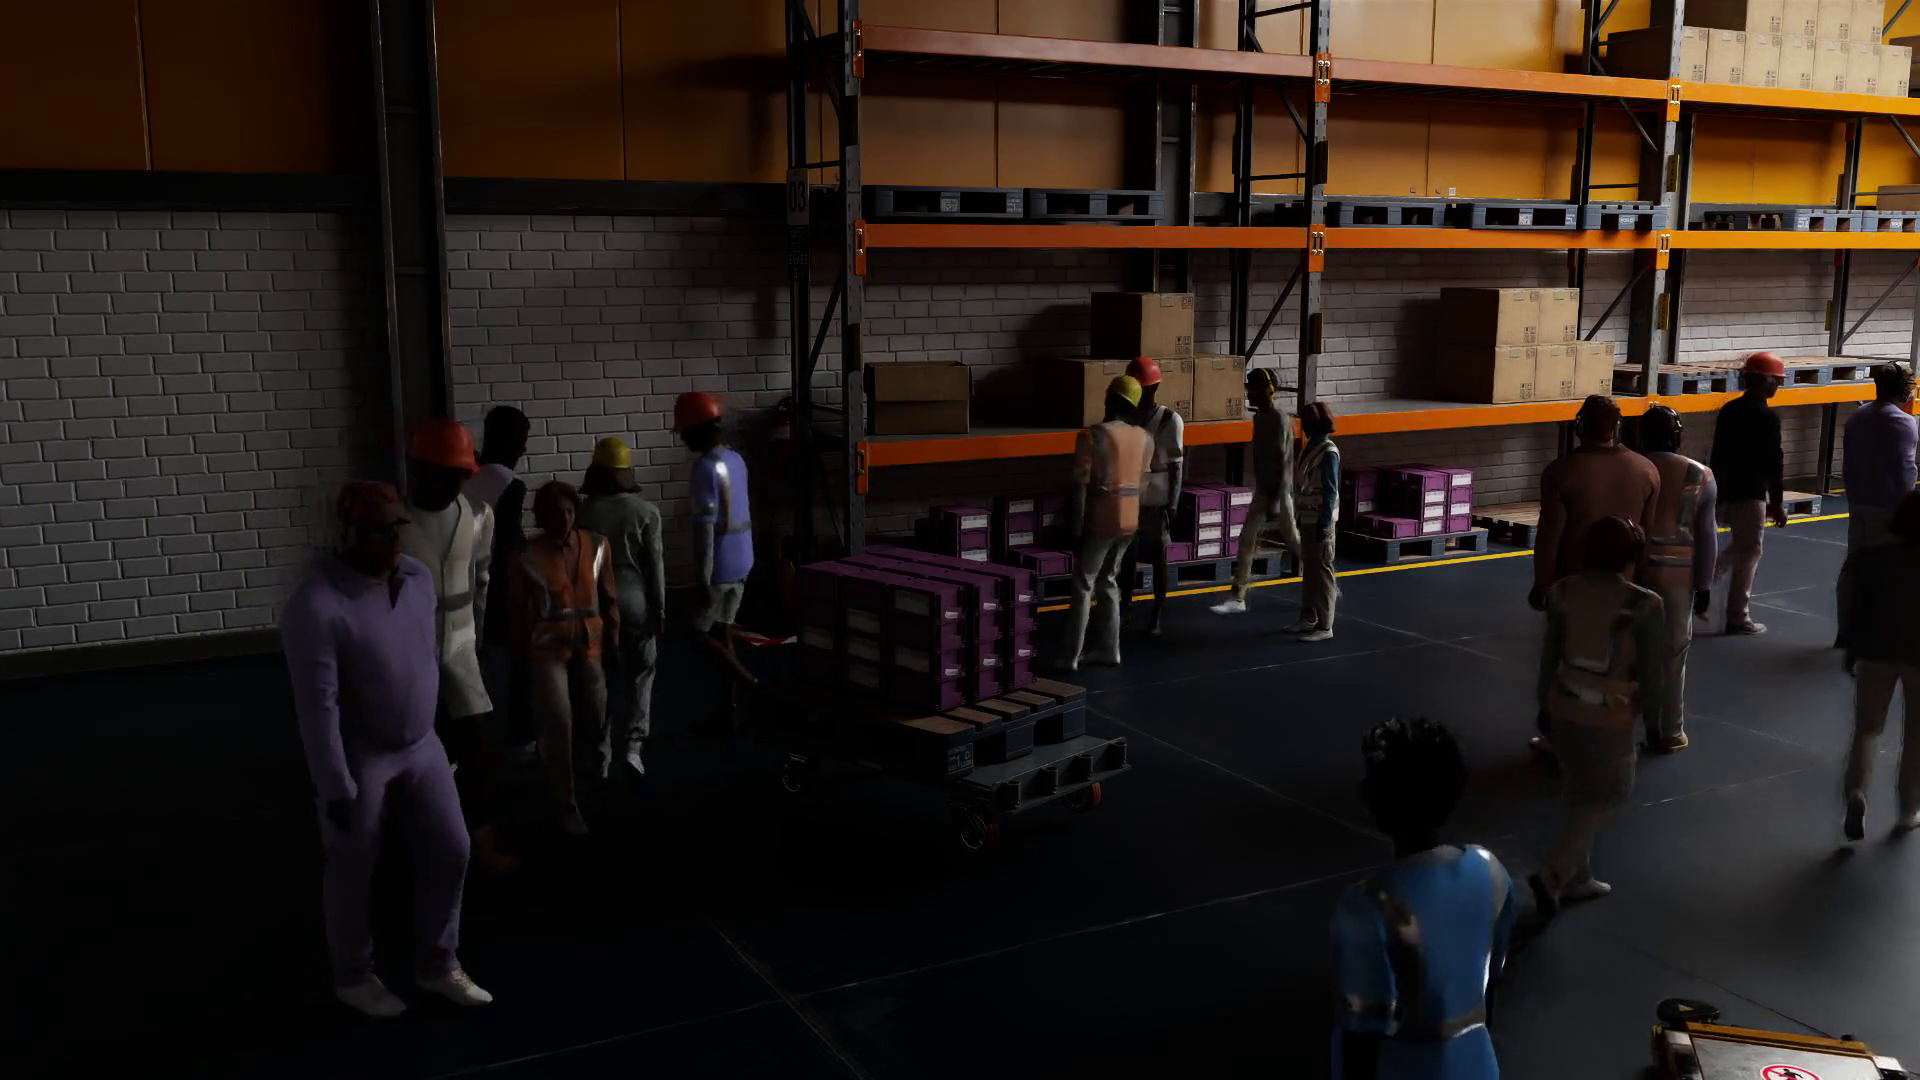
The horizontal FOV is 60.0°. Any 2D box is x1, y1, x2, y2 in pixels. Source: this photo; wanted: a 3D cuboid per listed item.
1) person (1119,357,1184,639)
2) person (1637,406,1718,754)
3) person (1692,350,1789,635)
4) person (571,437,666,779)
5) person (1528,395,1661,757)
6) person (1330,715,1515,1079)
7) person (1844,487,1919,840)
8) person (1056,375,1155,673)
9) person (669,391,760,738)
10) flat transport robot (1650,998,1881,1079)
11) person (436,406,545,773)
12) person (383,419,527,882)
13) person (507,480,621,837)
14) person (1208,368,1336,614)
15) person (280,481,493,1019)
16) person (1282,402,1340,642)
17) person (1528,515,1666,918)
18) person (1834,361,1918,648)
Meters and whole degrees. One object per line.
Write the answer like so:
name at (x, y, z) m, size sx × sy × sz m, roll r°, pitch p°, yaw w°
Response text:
person at (1.249, -0.286, 11.405) m, size 0.542 × 1.931 × 0.376 m, roll 7°, pitch 12°, yaw 34°
person at (3.663, 0.208, 8.827) m, size 0.634 × 1.839 × 0.429 m, roll 5°, pitch 11°, yaw 28°
person at (5.398, -0.317, 11.459) m, size 0.511 × 1.973 × 0.643 m, roll 0°, pitch 10°, yaw -2°
person at (-1.732, 0.357, 8.280) m, size 0.532 × 1.726 × 0.477 m, roll -2°, pitch 10°, yaw -11°
person at (3.281, 0.197, 8.692) m, size 0.638 × 1.909 × 0.408 m, roll -1°, pitch 10°, yaw -7°
person at (1.033, 1.210, 3.575) m, size 0.530 × 1.662 × 0.792 m, roll -7°, pitch 12°, yaw -34°
person at (4.213, 0.561, 7.453) m, size 0.503 × 1.609 × 0.673 m, roll 8°, pitch 13°, yaw 38°
person at (0.935, -0.092, 10.500) m, size 0.621 × 1.877 × 0.399 m, roll -7°, pitch 12°, yaw -34°
person at (-1.283, 0.149, 8.988) m, size 0.577 × 1.901 × 0.582 m, roll 3°, pitch 10°, yaw 14°
flat transport robot at (2.382, 1.709, 4.692) m, size 0.652 × 0.197 × 1.431 m, roll 3°, pitch 10°, yaw 16°
person at (-2.359, 0.249, 8.498) m, size 0.641 × 1.870 × 0.774 m, roll 8°, pitch 12°, yaw 37°
person at (-2.331, 0.444, 7.144) m, size 0.665 × 1.972 × 1.137 m, roll -8°, pitch 13°, yaw -40°
person at (-1.856, 0.513, 7.687) m, size 0.520 × 1.617 × 0.588 m, roll -8°, pitch 13°, yaw -39°
person at (2.340, -0.358, 12.176) m, size 0.957 × 1.821 × 0.502 m, roll -4°, pitch 11°, yaw -20°
person at (-1.916, 0.739, 5.627) m, size 0.698 × 1.882 × 0.678 m, roll 5°, pitch 11°, yaw 26°
person at (2.420, -0.126, 11.329) m, size 0.311 × 1.638 × 0.513 m, roll -1°, pitch 10°, yaw -7°
person at (2.469, 0.705, 6.574) m, size 0.561 × 1.619 × 0.527 m, roll -6°, pitch 11°, yaw -30°
person at (6.023, -0.202, 10.898) m, size 0.371 × 1.941 × 0.627 m, roll -1°, pitch 10°, yaw -5°
